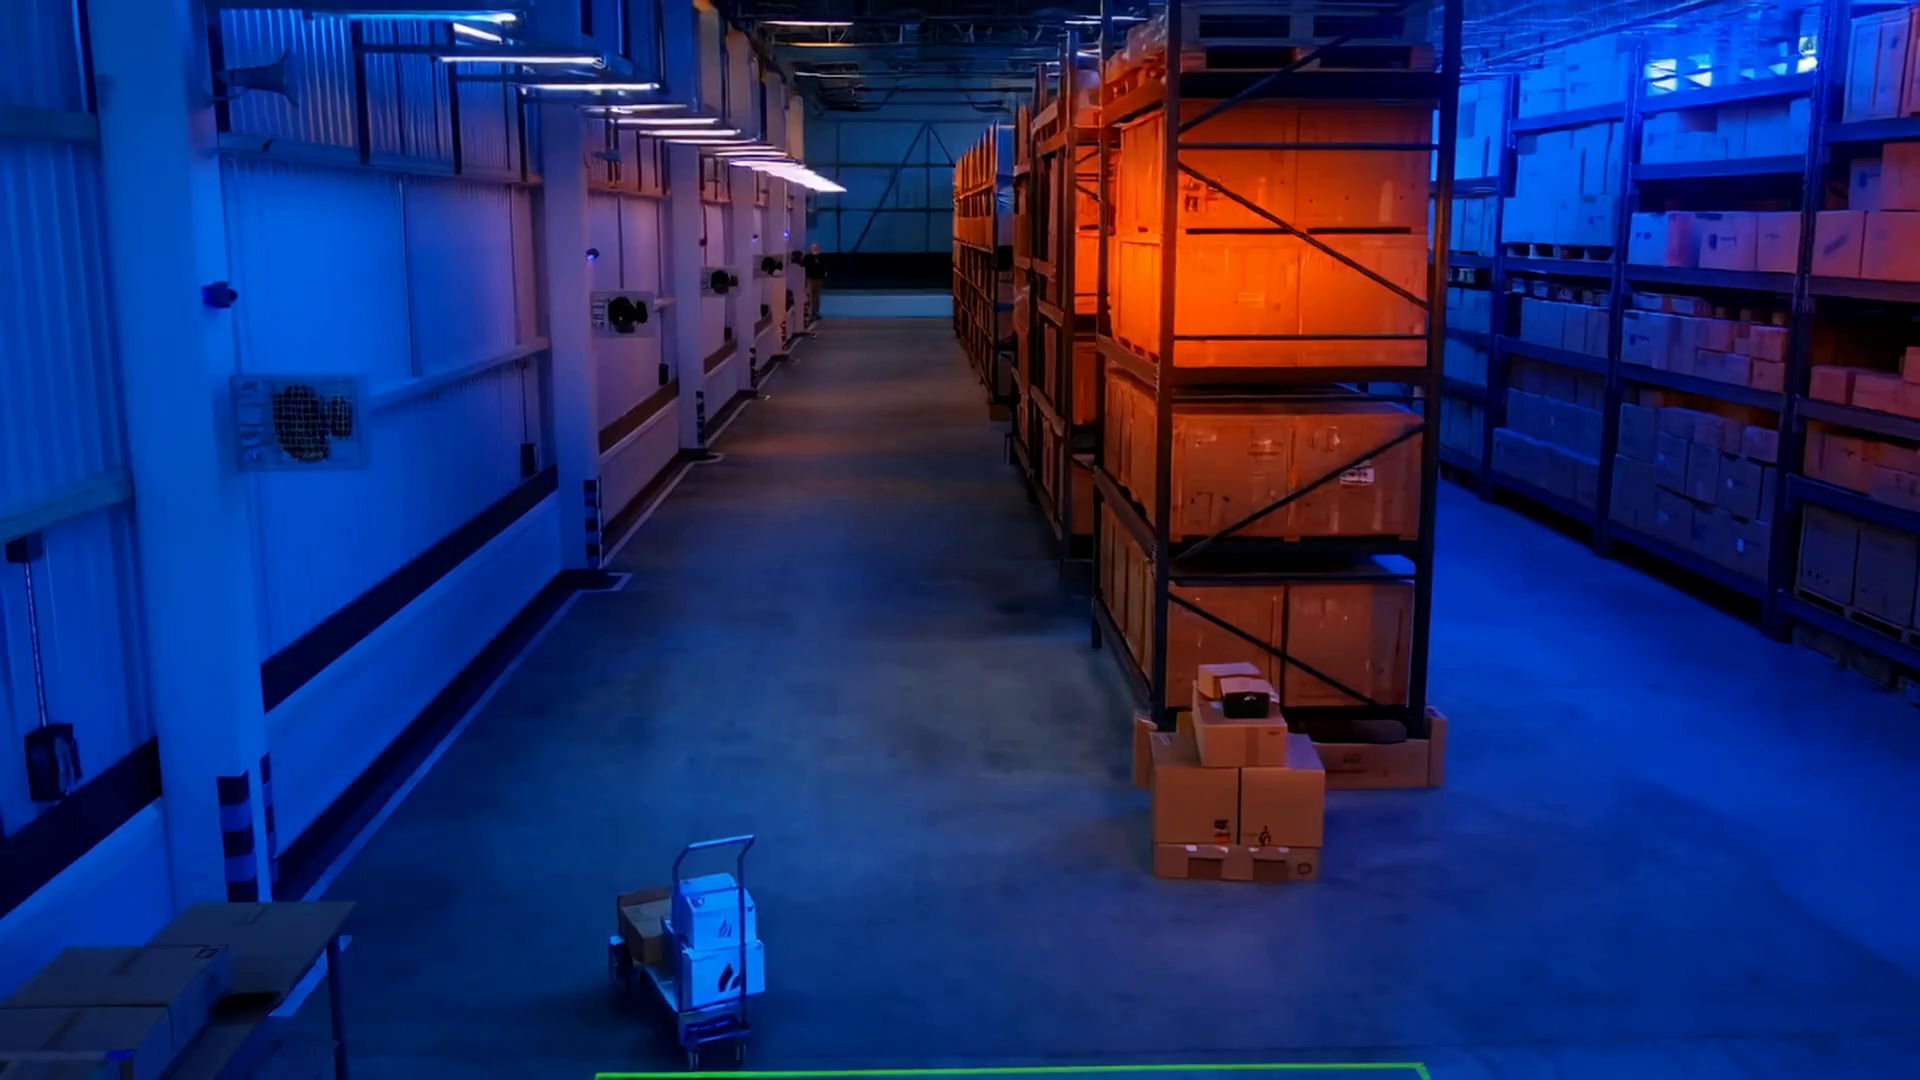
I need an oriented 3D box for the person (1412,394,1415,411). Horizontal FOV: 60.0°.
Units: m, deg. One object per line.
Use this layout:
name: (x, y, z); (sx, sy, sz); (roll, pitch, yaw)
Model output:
person: (8.010, -2.387, 28.861); (0.920, 1.877, 0.617); (-1, 11, -4)
